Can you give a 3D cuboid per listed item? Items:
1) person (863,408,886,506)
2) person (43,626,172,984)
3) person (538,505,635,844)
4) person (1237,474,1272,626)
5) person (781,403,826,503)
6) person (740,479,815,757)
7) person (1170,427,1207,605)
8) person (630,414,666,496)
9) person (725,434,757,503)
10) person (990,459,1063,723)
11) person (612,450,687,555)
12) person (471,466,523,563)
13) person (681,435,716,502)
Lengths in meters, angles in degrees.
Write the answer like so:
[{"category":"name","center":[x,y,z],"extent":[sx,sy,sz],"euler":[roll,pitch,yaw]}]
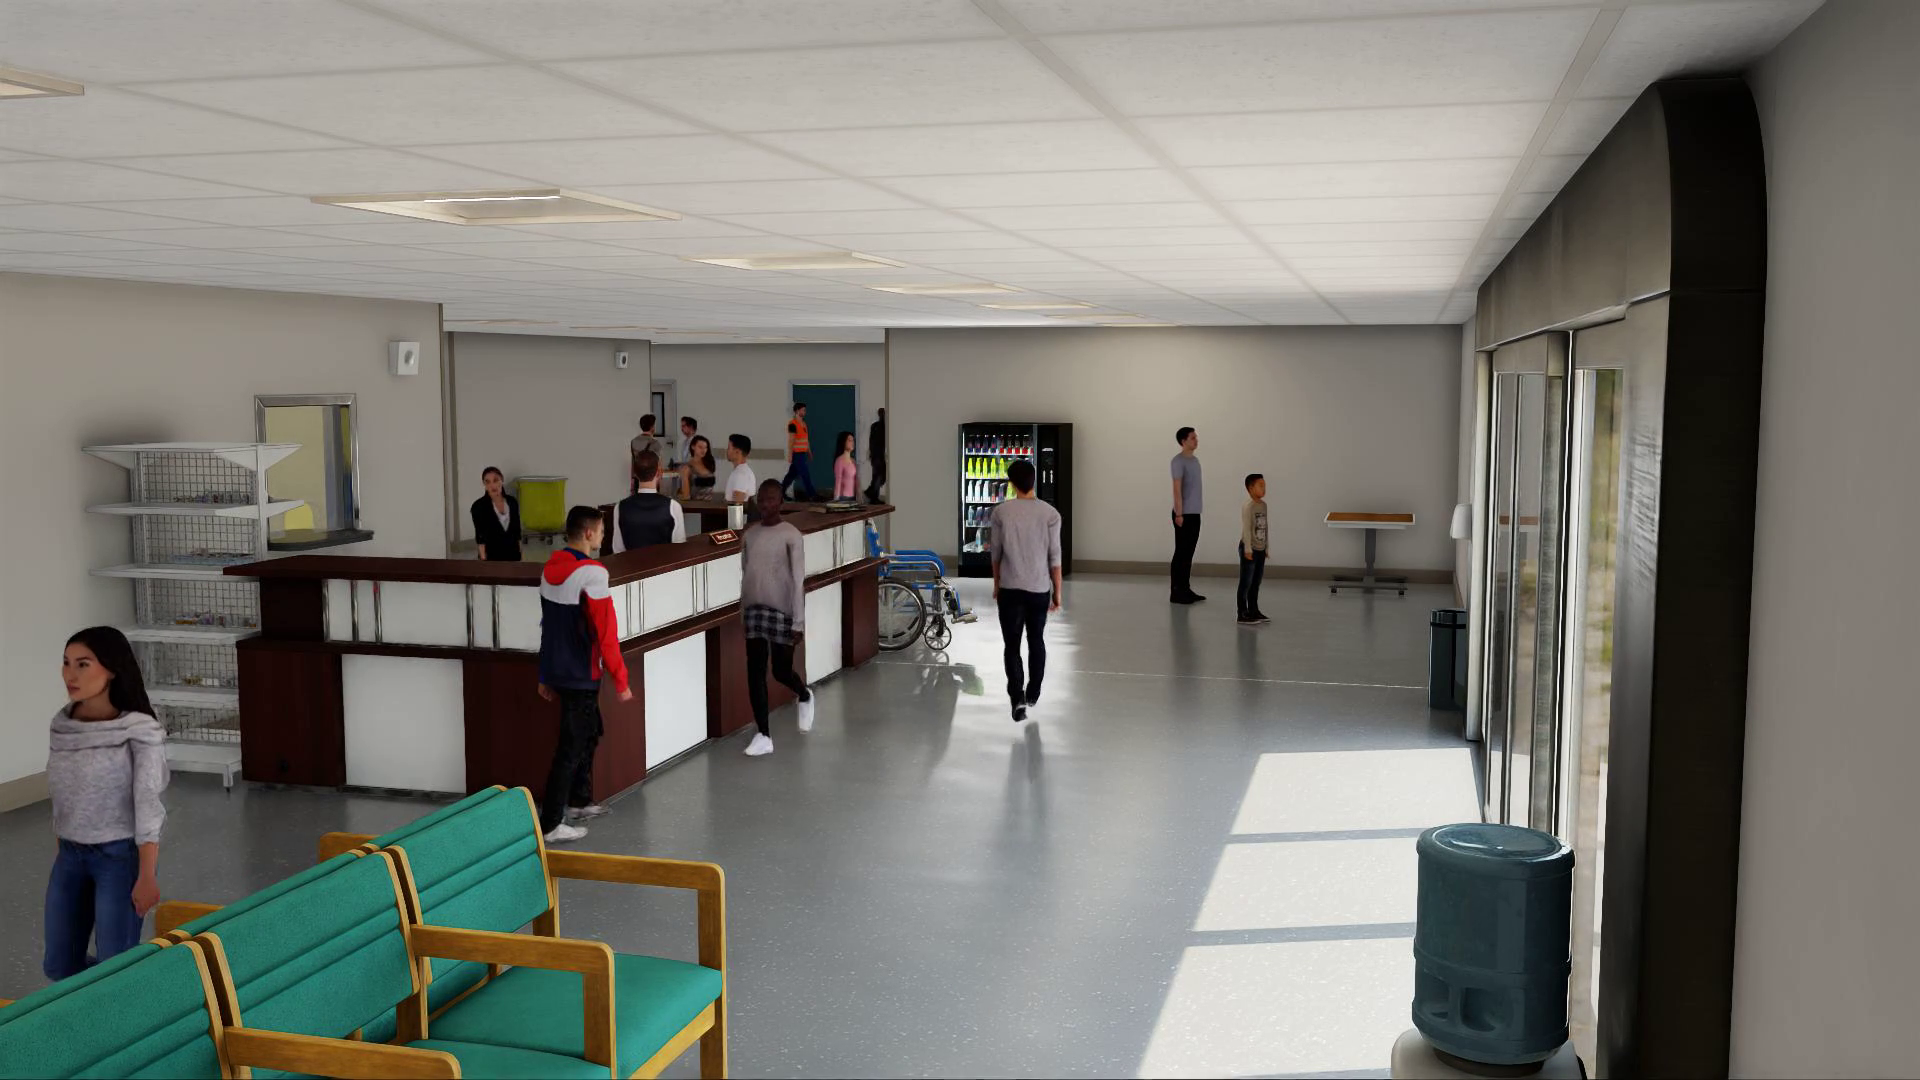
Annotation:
[{"category":"person","center":[-1.568,-1.526,30.510],"extent":[0.822,1.795,0.746],"euler":[2,6,19]},{"category":"person","center":[-2.775,1.075,5.531],"extent":[0.612,1.620,0.687],"euler":[2,6,20]},{"category":"person","center":[-2.069,0.709,8.575],"extent":[0.856,1.738,0.906],"euler":[6,8,44]},{"category":"person","center":[2.837,0.087,16.154],"extent":[0.633,1.461,0.610],"euler":[5,8,42]},{"category":"person","center":[-3.088,-1.585,30.888],"extent":[1.188,1.838,0.717],"euler":[2,6,17]},{"category":"person","center":[-1.146,0.494,10.633],"extent":[0.911,1.756,0.792],"euler":[3,6,28]},{"category":"person","center":[2.406,-0.274,17.724],"extent":[0.661,1.863,0.724],"euler":[4,7,32]},{"category":"person","center":[-4.255,-0.739,22.277],"extent":[0.704,1.877,0.799],"euler":[3,6,27]},{"category":"person","center":[-1.974,-0.056,15.680],"extent":[1.057,1.840,0.842],"euler":[0,6,0]},{"category":"person","center":[0.435,0.383,11.564],"extent":[1.245,1.790,0.951],"euler":[0,6,1]},{"category":"person","center":[-2.058,0.363,11.040],"extent":[0.560,1.935,0.747],"euler":[1,6,5]},{"category":"person","center":[-3.957,0.200,14.132],"extent":[0.876,1.639,0.790],"euler":[5,8,42]},{"category":"person","center":[-2.951,-0.261,18.283],"extent":[1.174,1.727,0.981],"euler":[5,8,44]}]
